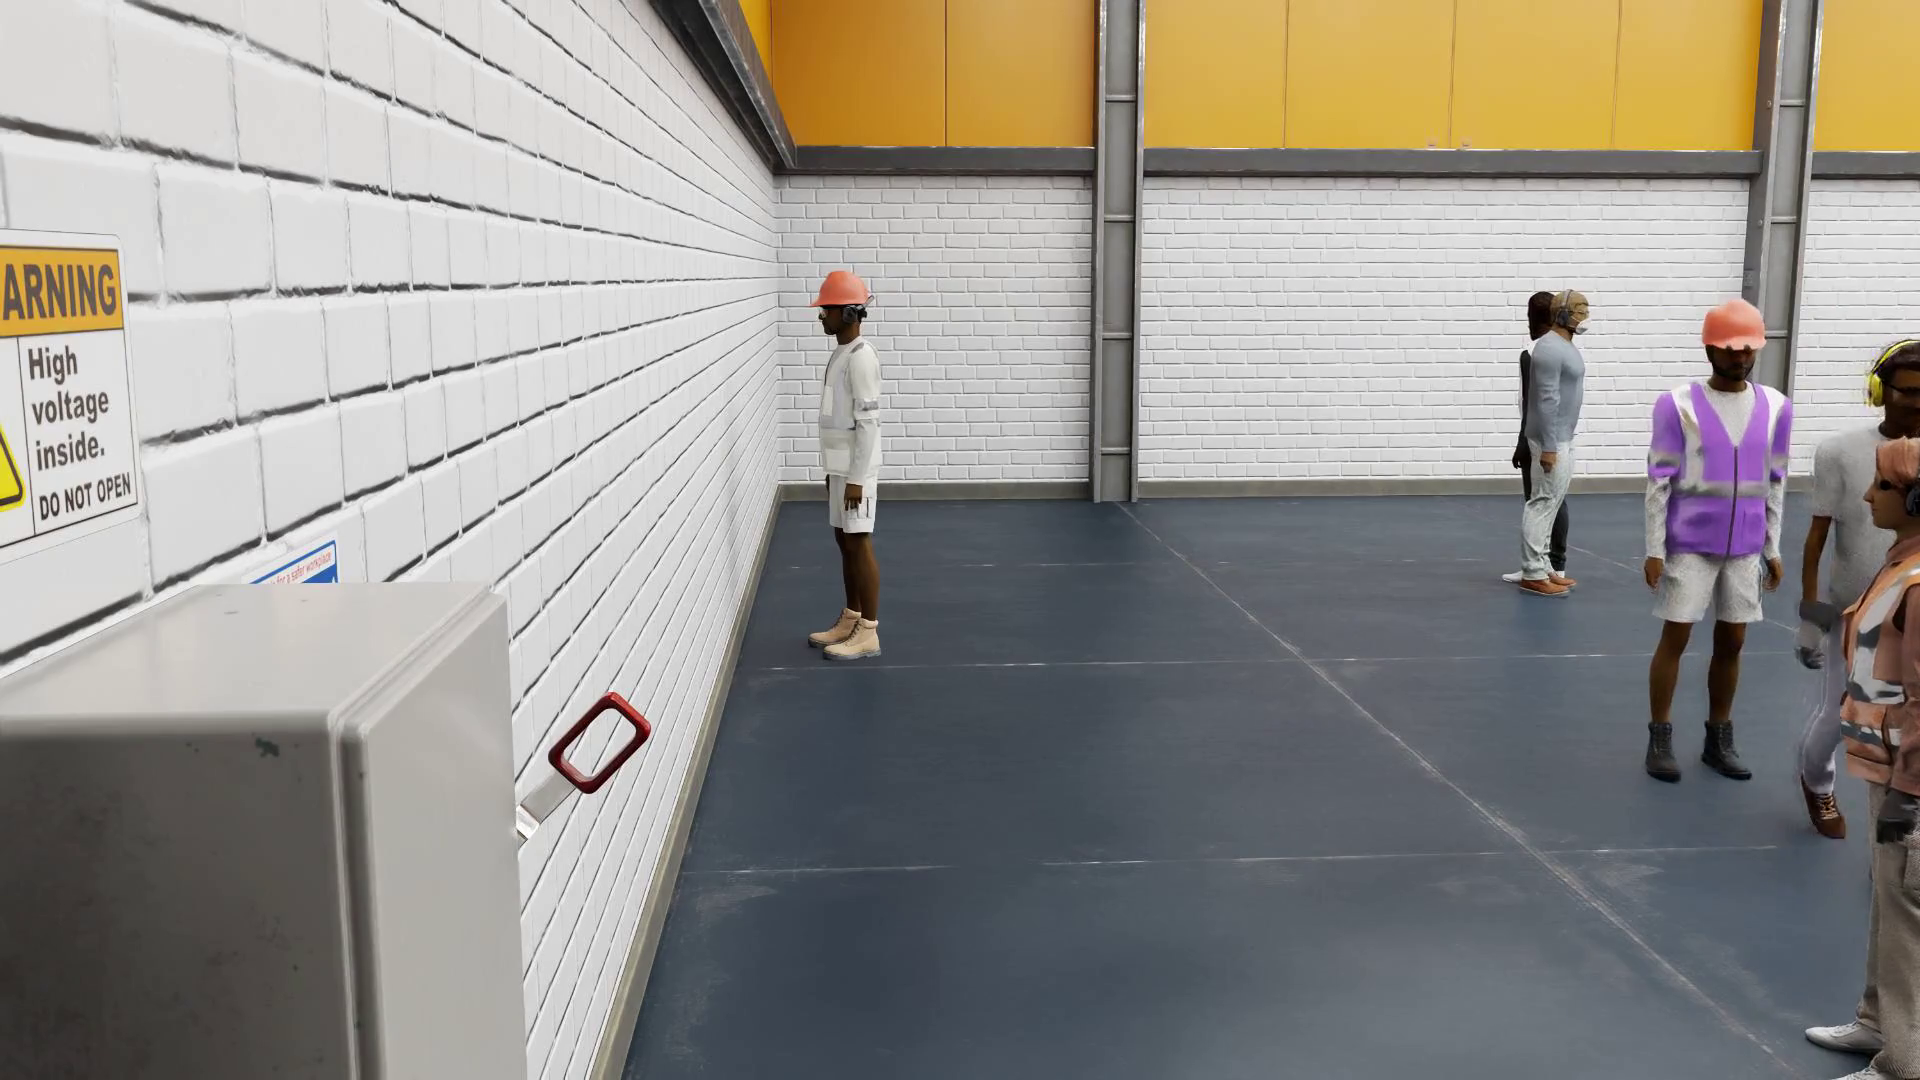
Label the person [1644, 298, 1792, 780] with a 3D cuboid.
[{"bbox_3d":[3.017,0.010,6.629,0.552,1.933,0.378,0,9,1],"label":"person"}]

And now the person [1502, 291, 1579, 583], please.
[{"bbox_3d":[3.835,-0.662,10.906,0.590,1.916,0.386,-9,12,-43],"label":"person"}]

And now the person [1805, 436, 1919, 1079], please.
[{"bbox_3d":[2.300,0.564,4.064,0.313,1.642,0.513,4,10,25],"label":"person"}]

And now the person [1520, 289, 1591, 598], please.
[{"bbox_3d":[3.767,-0.615,10.542,0.355,1.936,0.635,5,10,28],"label":"person"}]

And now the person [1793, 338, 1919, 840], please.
[{"bbox_3d":[3.098,0.232,5.605,0.576,1.834,0.881,2,9,15],"label":"person"}]

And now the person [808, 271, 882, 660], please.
[{"bbox_3d":[-0.605,-0.391,8.807,0.370,2.044,0.608,-3,9,-17],"label":"person"}]
